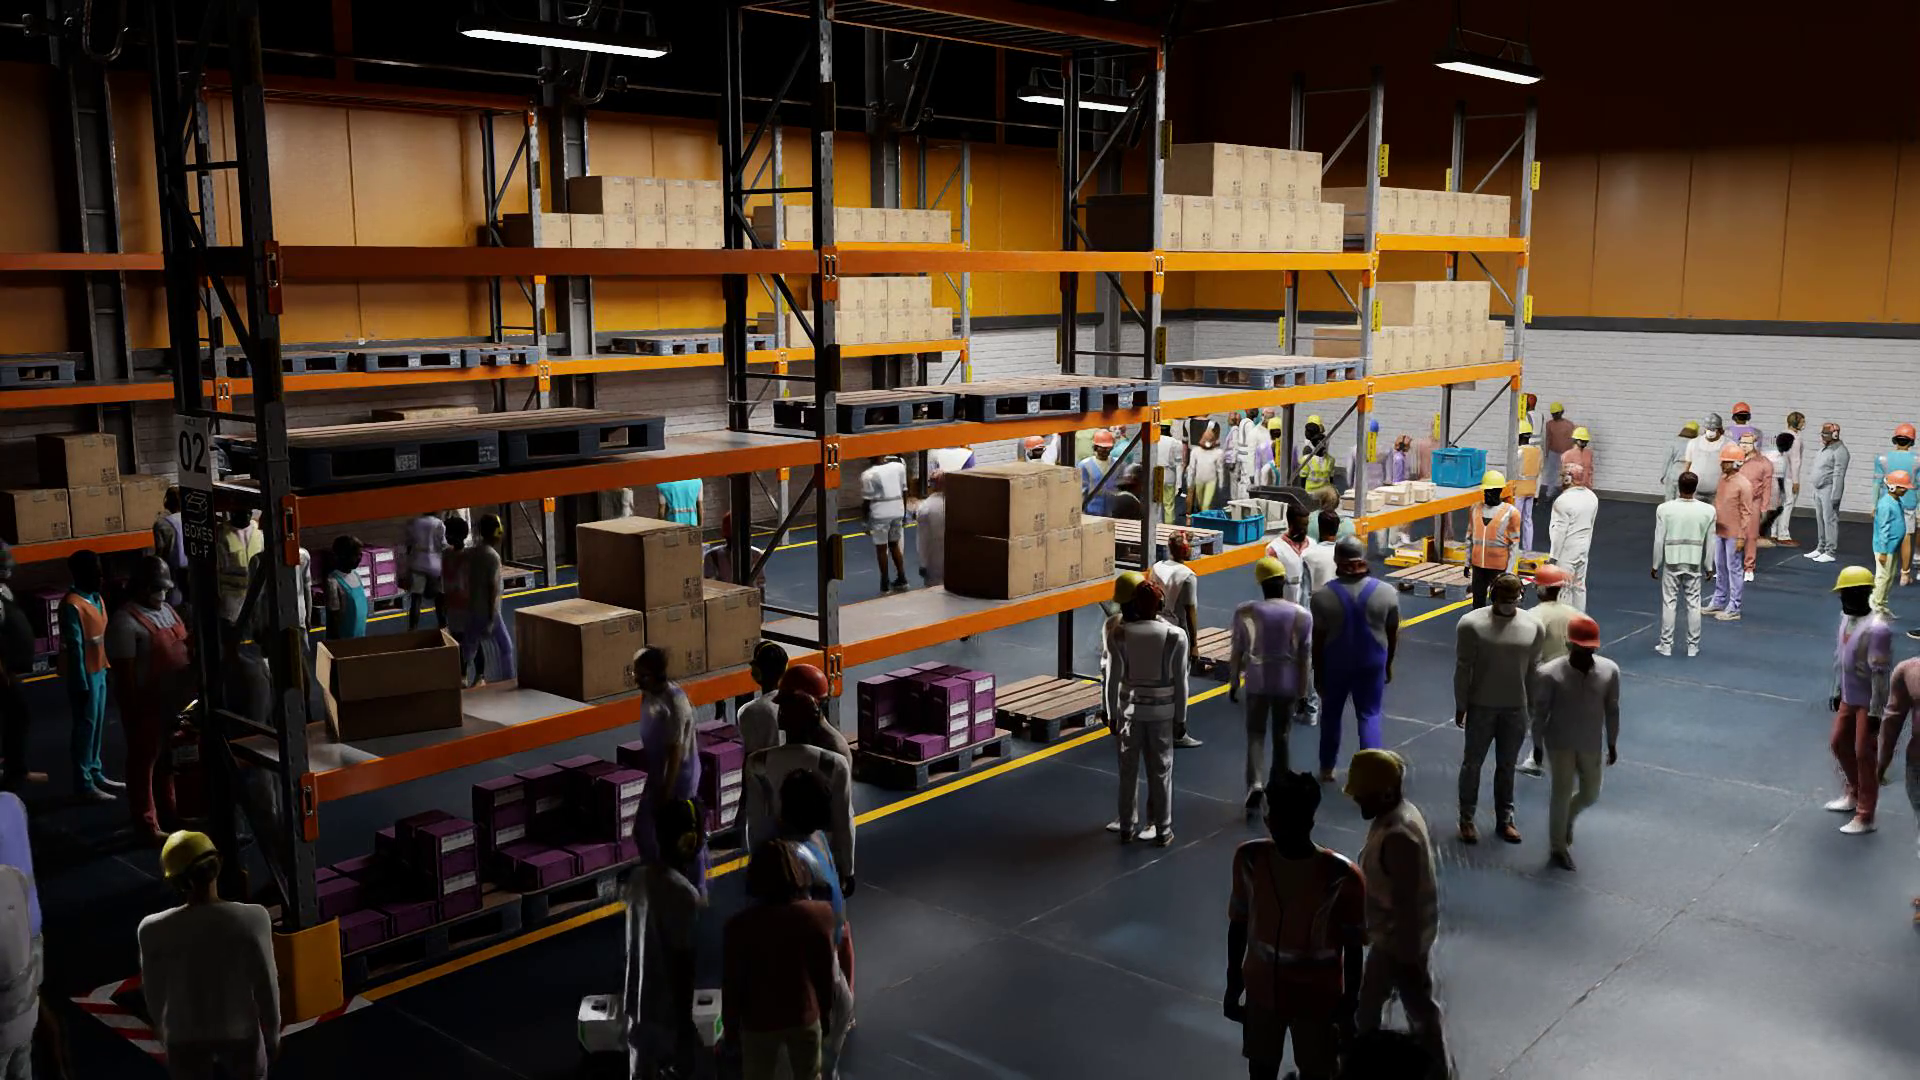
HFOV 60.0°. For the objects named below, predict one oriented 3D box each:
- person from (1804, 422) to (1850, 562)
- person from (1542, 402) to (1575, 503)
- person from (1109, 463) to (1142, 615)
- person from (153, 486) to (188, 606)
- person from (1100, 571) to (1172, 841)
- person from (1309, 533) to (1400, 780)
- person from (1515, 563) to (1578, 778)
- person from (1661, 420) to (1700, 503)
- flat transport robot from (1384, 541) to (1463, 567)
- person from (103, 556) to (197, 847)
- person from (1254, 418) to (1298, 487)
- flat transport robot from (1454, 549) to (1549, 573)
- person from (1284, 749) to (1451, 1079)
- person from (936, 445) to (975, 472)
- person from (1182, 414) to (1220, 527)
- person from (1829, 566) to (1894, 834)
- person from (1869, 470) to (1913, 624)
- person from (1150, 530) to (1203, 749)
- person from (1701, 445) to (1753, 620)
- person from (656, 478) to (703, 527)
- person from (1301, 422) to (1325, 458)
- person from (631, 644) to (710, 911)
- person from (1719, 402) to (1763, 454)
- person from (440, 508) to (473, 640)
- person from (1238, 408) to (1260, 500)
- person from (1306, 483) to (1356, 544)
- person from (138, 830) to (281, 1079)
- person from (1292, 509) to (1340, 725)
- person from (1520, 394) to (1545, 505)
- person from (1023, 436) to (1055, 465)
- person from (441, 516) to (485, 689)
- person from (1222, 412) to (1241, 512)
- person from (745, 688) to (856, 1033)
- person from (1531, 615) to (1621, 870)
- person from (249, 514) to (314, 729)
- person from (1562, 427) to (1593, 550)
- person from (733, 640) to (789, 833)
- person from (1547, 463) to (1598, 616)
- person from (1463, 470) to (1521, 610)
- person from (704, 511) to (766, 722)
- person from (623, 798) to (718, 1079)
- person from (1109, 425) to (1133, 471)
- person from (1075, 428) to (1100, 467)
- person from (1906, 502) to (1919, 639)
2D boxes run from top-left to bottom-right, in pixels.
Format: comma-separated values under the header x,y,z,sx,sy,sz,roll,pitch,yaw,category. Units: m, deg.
x,y,z,sx,sy,sz,roll,pitch,yaw,category
11.786,-0.652,22.614,0.401,1.900,0.642,1,10,6,person
10.173,-1.488,28.143,0.533,1.725,0.654,8,13,41,person
1.782,0.166,17.291,0.548,2.000,0.760,0,10,-1,person
-7.805,0.375,16.677,0.350,1.835,0.519,8,13,41,person
1.236,1.157,11.778,0.589,1.912,0.396,7,12,37,person
3.008,0.930,12.732,0.686,2.000,0.913,1,10,7,person
4.588,1.050,12.911,0.562,1.738,0.624,-6,11,-33,person
10.787,-0.938,24.868,0.564,1.695,0.443,6,11,32,person
6.359,0.177,22.500,0.652,0.197,1.431,8,12,39,flat transport robot
-5.623,1.103,11.701,0.536,2.000,0.673,1,10,4,person
4.441,-0.773,23.409,0.599,1.879,0.963,2,10,13,person
7.271,0.266,21.971,1.431,0.197,0.652,8,13,41,flat transport robot
1.988,1.864,7.948,0.868,1.769,0.606,3,10,16,person
0.012,-0.620,22.687,0.595,1.810,0.866,7,12,35,person
3.693,-1.186,25.419,0.611,2.030,0.410,5,11,29,person
6.498,1.145,11.899,0.457,1.901,0.769,0,10,2,person
10.497,0.073,18.757,0.352,1.738,0.573,8,13,41,person
1.786,0.825,13.946,0.372,1.840,0.570,-5,11,-29,person
8.749,-0.088,18.942,0.384,1.996,0.610,-1,10,-5,person
-3.284,-0.115,19.549,0.564,1.847,0.395,-5,11,-27,person
5.255,-0.910,24.769,0.323,1.689,0.536,7,12,38,person
-1.759,1.483,10.141,0.614,1.793,0.537,-9,13,-42,person
11.355,-1.000,24.300,0.603,2.034,0.416,2,10,12,person
-5.416,0.144,17.893,0.337,1.882,0.585,-4,10,-20,person
4.572,-1.262,26.289,0.351,1.882,0.582,-1,10,-4,person
3.528,0.406,16.203,0.641,1.925,0.498,8,12,40,person
-3.145,2.050,7.020,0.535,1.710,0.866,-3,10,-19,person
3.224,0.683,14.619,0.602,1.906,0.411,-3,10,-20,person
9.483,-1.490,27.690,0.568,1.878,0.350,-7,12,-35,person
0.923,-0.290,20.191,0.617,1.987,0.407,-4,10,-20,person
-4.683,0.615,15.638,0.539,1.695,0.318,7,12,35,person
4.452,-1.272,27.060,0.309,1.645,0.514,1,10,6,person
-0.819,1.691,8.647,0.573,1.887,0.354,2,10,9,person
4.136,1.329,11.230,0.592,1.740,0.551,0,10,-2,person
-5.940,0.683,14.546,0.388,1.930,0.544,8,13,41,person
8.690,-0.712,23.388,0.515,1.760,0.331,-4,10,-24,person
-1.110,1.510,9.783,0.328,1.872,0.514,9,13,44,person
6.570,0.117,17.973,0.642,1.913,0.410,-7,12,-36,person
5.482,0.237,17.210,0.363,1.928,0.587,-9,13,-42,person
-1.959,0.687,14.521,0.542,1.929,0.369,-2,10,-10,person
-1.166,1.992,7.064,0.569,1.812,0.915,9,13,42,person
2.164,-0.689,22.808,0.403,1.904,0.652,1,10,8,person
2.007,-1.302,26.909,0.528,1.761,0.339,0,10,1,person
10.532,0.108,17.899,0.611,1.958,0.377,-2,10,-14,person
